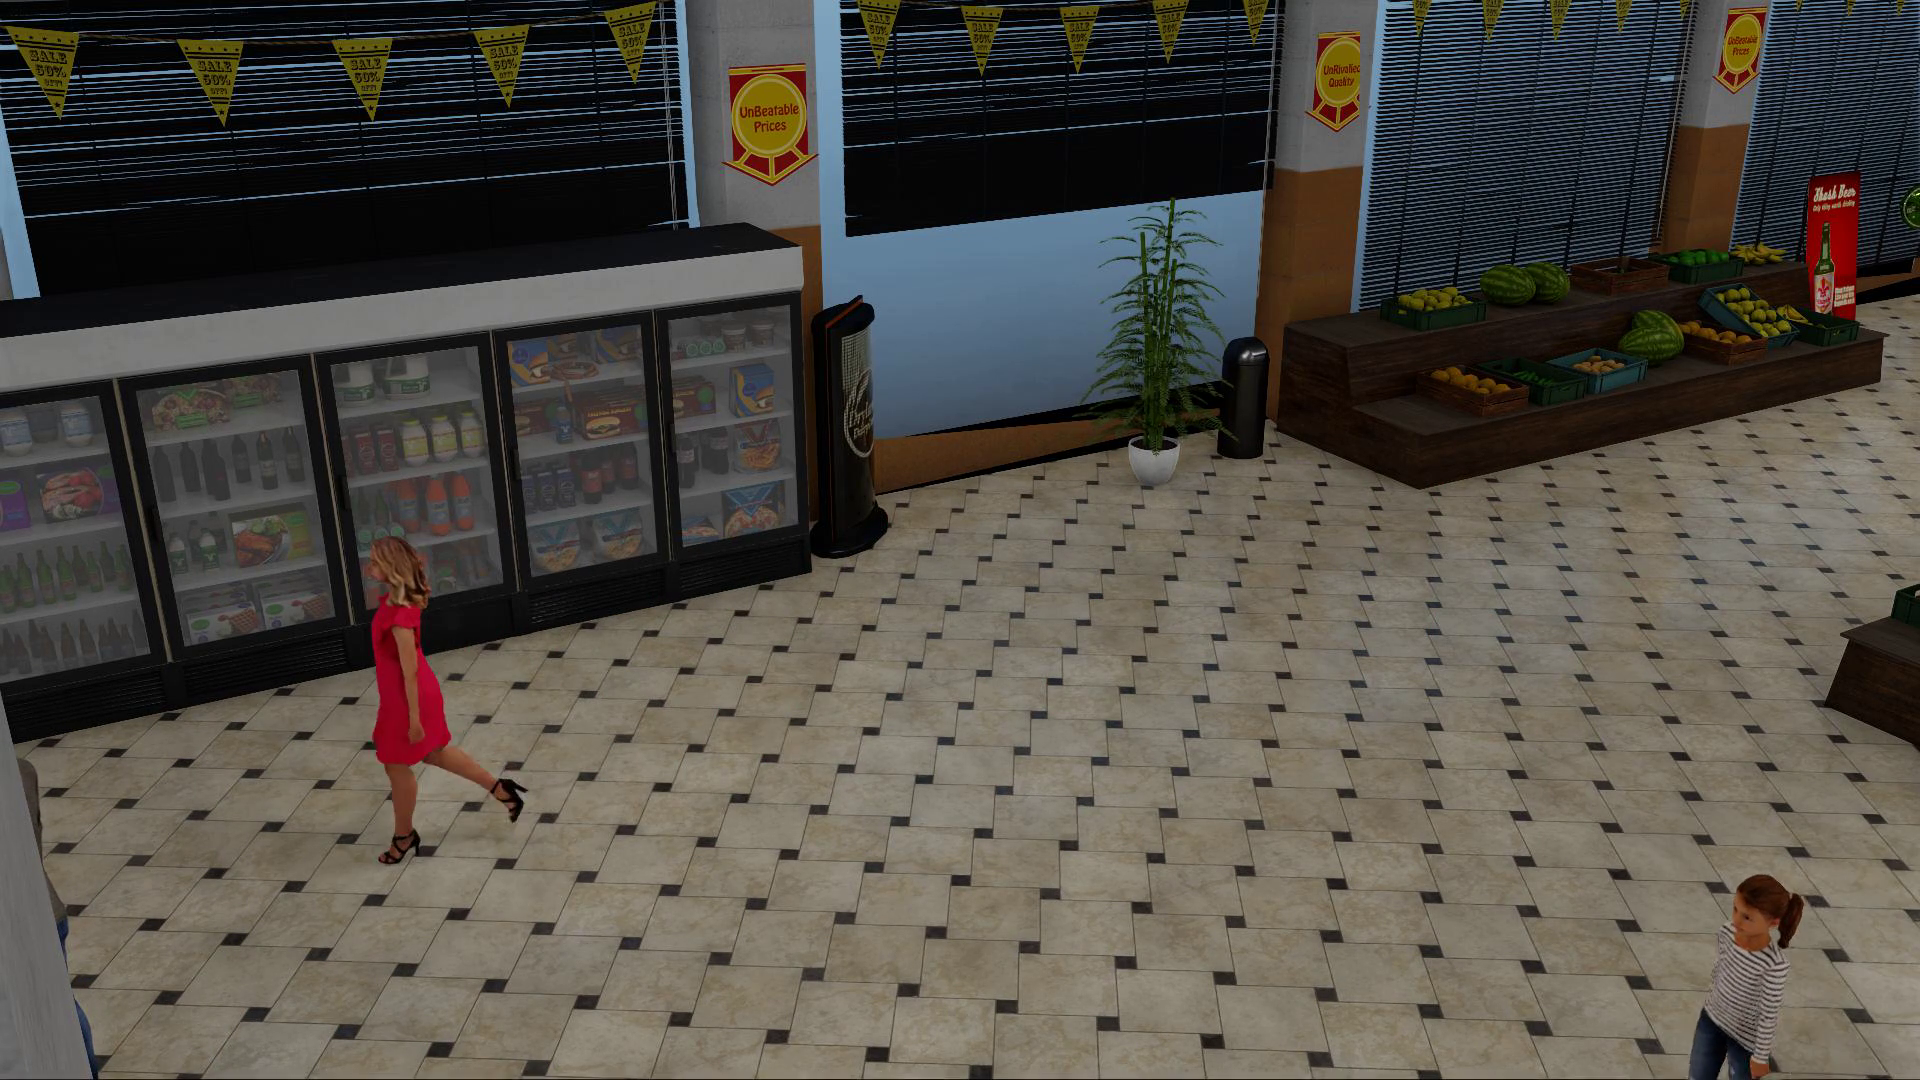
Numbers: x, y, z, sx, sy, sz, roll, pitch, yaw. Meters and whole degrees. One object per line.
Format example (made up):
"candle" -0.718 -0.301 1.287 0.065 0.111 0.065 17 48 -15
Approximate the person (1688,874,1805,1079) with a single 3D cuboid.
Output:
"person" 2.871 1.782 6.012 0.896 1.296 0.607 -6 23 -15

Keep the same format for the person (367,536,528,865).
"person" -2.550 0.768 7.993 1.030 1.701 0.764 -5 22 -13

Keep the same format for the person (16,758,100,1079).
"person" -3.474 1.430 6.123 0.794 1.866 0.793 1 22 2
